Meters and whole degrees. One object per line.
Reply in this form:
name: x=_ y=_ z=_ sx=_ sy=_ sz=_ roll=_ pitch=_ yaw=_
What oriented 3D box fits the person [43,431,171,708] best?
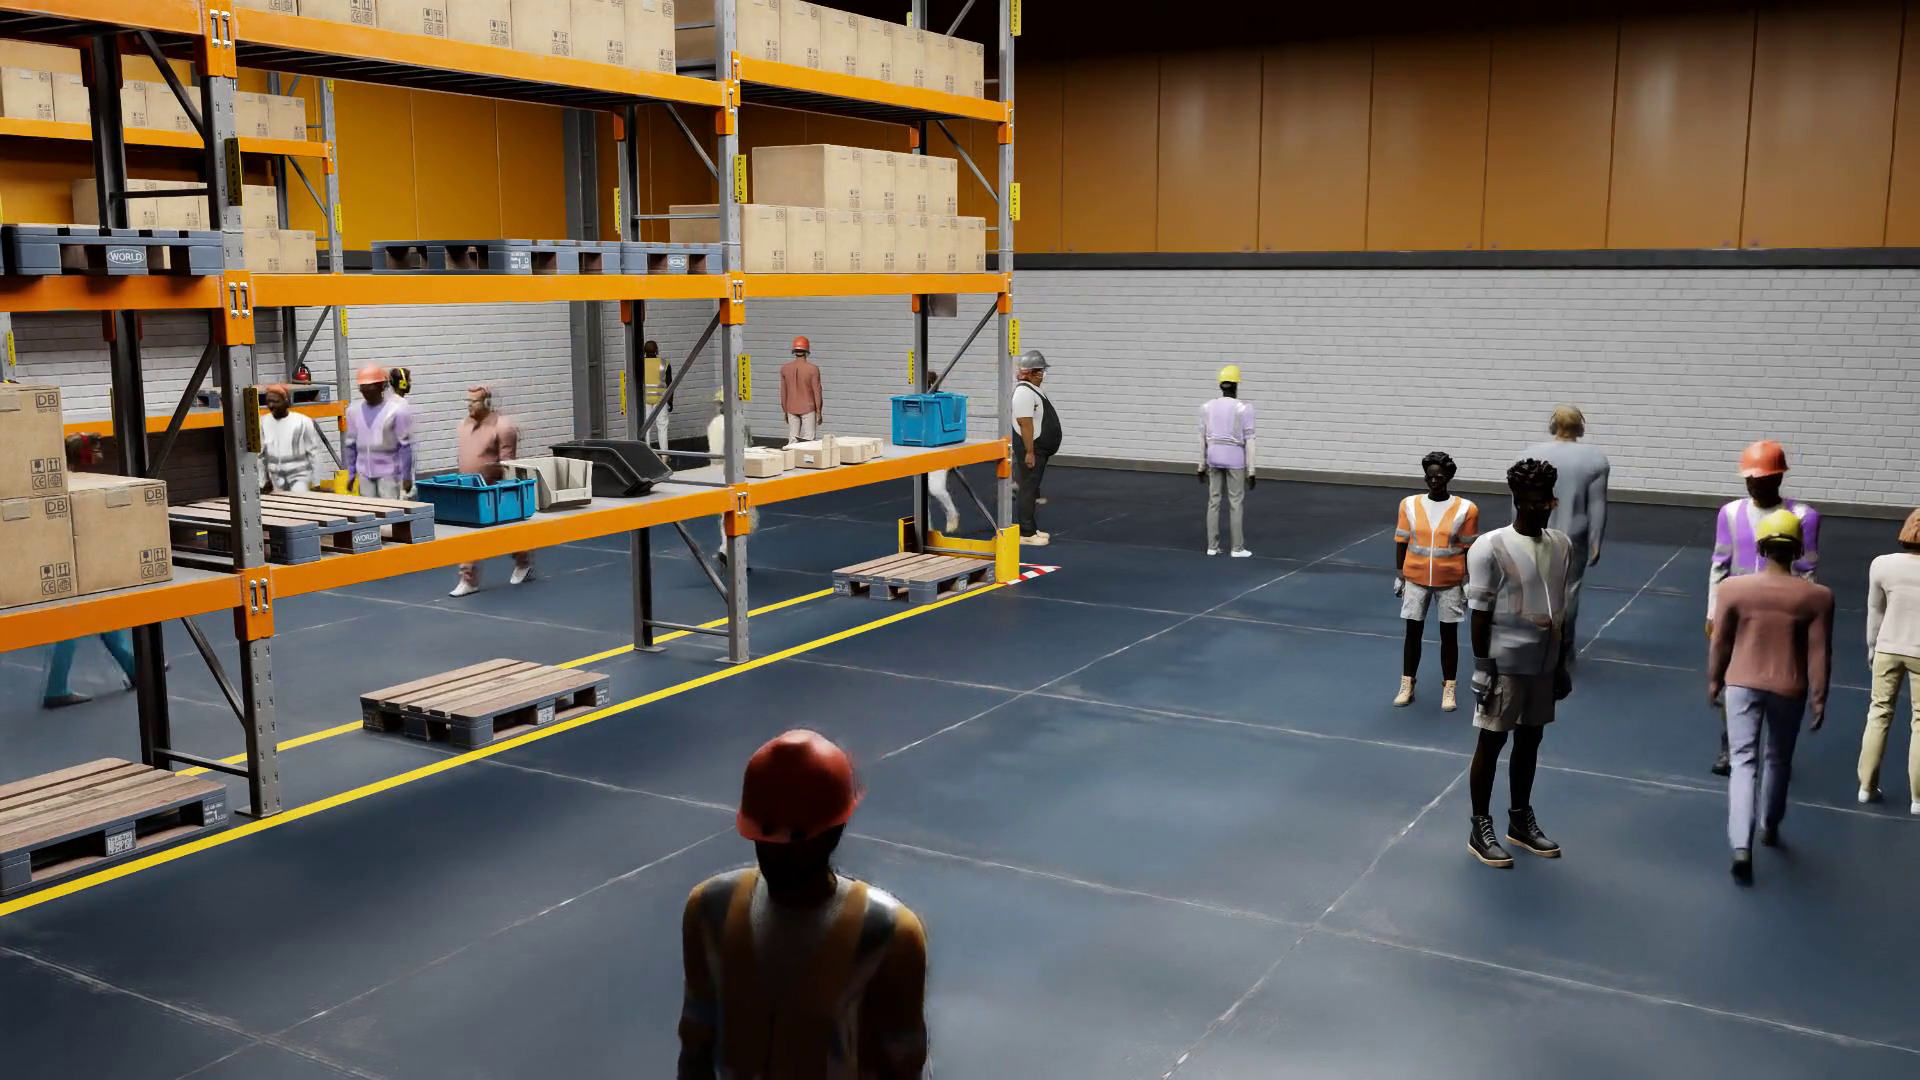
person: x=-5.710 y=0.175 z=11.060 sx=0.583 sy=1.795 sz=0.942 roll=8 pitch=12 yaw=39

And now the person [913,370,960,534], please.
person: x=-0.292 y=-0.910 z=17.778 sx=0.644 sy=1.824 sz=0.499 roll=7 pitch=11 yaw=36

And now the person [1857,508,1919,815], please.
person: x=5.042 y=0.629 z=8.802 sx=0.284 sy=1.625 sz=0.492 roll=-7 pitch=12 yaw=-38

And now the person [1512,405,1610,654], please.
person: x=4.341 y=-0.032 z=12.066 sx=0.649 sy=1.886 sz=1.002 roll=3 pitch=10 yaw=20

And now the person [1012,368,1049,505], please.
person: x=0.887 y=-1.325 z=20.317 sx=0.452 sy=1.834 sz=0.535 roll=-8 pitch=12 yaw=-41

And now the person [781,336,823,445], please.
person: x=-2.128 y=-1.750 z=22.483 sx=0.612 sy=1.997 sz=0.375 roll=4 pitch=10 yaw=22

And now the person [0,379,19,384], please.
person: x=-8.703 y=-0.540 z=15.323 sx=0.507 sy=1.872 sz=0.329 roll=6 pitch=11 yaw=32

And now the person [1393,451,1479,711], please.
person: x=3.086 y=0.266 z=10.834 sx=0.539 sy=1.696 sz=0.317 roll=4 pitch=10 yaw=24

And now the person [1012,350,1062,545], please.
person: x=0.804 y=-0.974 z=17.500 sx=0.539 sy=2.000 sz=0.689 roll=1 pitch=9 yaw=6

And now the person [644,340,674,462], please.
person: x=-4.612 y=-2.076 z=24.993 sx=0.626 sy=1.846 sz=0.429 roll=-1 pitch=9 yaw=-4

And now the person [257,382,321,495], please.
person: x=-6.290 y=-0.585 z=15.707 sx=0.591 sy=1.853 sz=0.750 roll=1 pitch=9 yaw=6

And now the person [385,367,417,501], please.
person: x=-5.993 y=-0.898 z=17.608 sx=0.614 sy=1.857 sz=0.514 roll=-9 pitch=13 yaw=-44

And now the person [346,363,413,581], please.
person: x=-5.390 y=-0.648 z=15.526 sx=0.613 sy=2.023 sz=0.597 roll=2 pitch=9 yaw=12

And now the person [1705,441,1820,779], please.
person: x=4.463 y=0.406 z=9.301 sx=0.453 sy=1.920 sz=0.550 roll=-9 pitch=12 yaw=-43

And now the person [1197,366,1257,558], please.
person: x=2.666 y=-0.773 z=16.623 sx=0.650 sy=1.918 sz=0.373 roll=5 pitch=11 yaw=31

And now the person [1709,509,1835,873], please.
person: x=3.872 y=0.714 z=7.978 sx=0.524 sy=1.724 sz=0.896 roll=4 pitch=10 yaw=24

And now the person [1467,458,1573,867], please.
person: x=2.709 y=0.580 z=8.033 sx=0.604 sy=1.966 sz=0.367 roll=-5 pitch=10 yaw=-26

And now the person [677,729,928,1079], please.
person: x=-0.318 y=1.313 z=3.622 sx=0.552 sy=1.920 sz=0.800 roll=3 pitch=10 yaw=20

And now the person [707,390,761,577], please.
person: x=-2.113 y=-0.538 z=15.460 sx=0.432 sy=1.819 sz=0.617 roll=-7 pitch=12 yaw=-39

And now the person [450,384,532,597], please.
person: x=-4.220 y=-0.472 z=14.907 sx=0.649 sy=1.869 sz=0.970 roll=3 pitch=10 yaw=20
